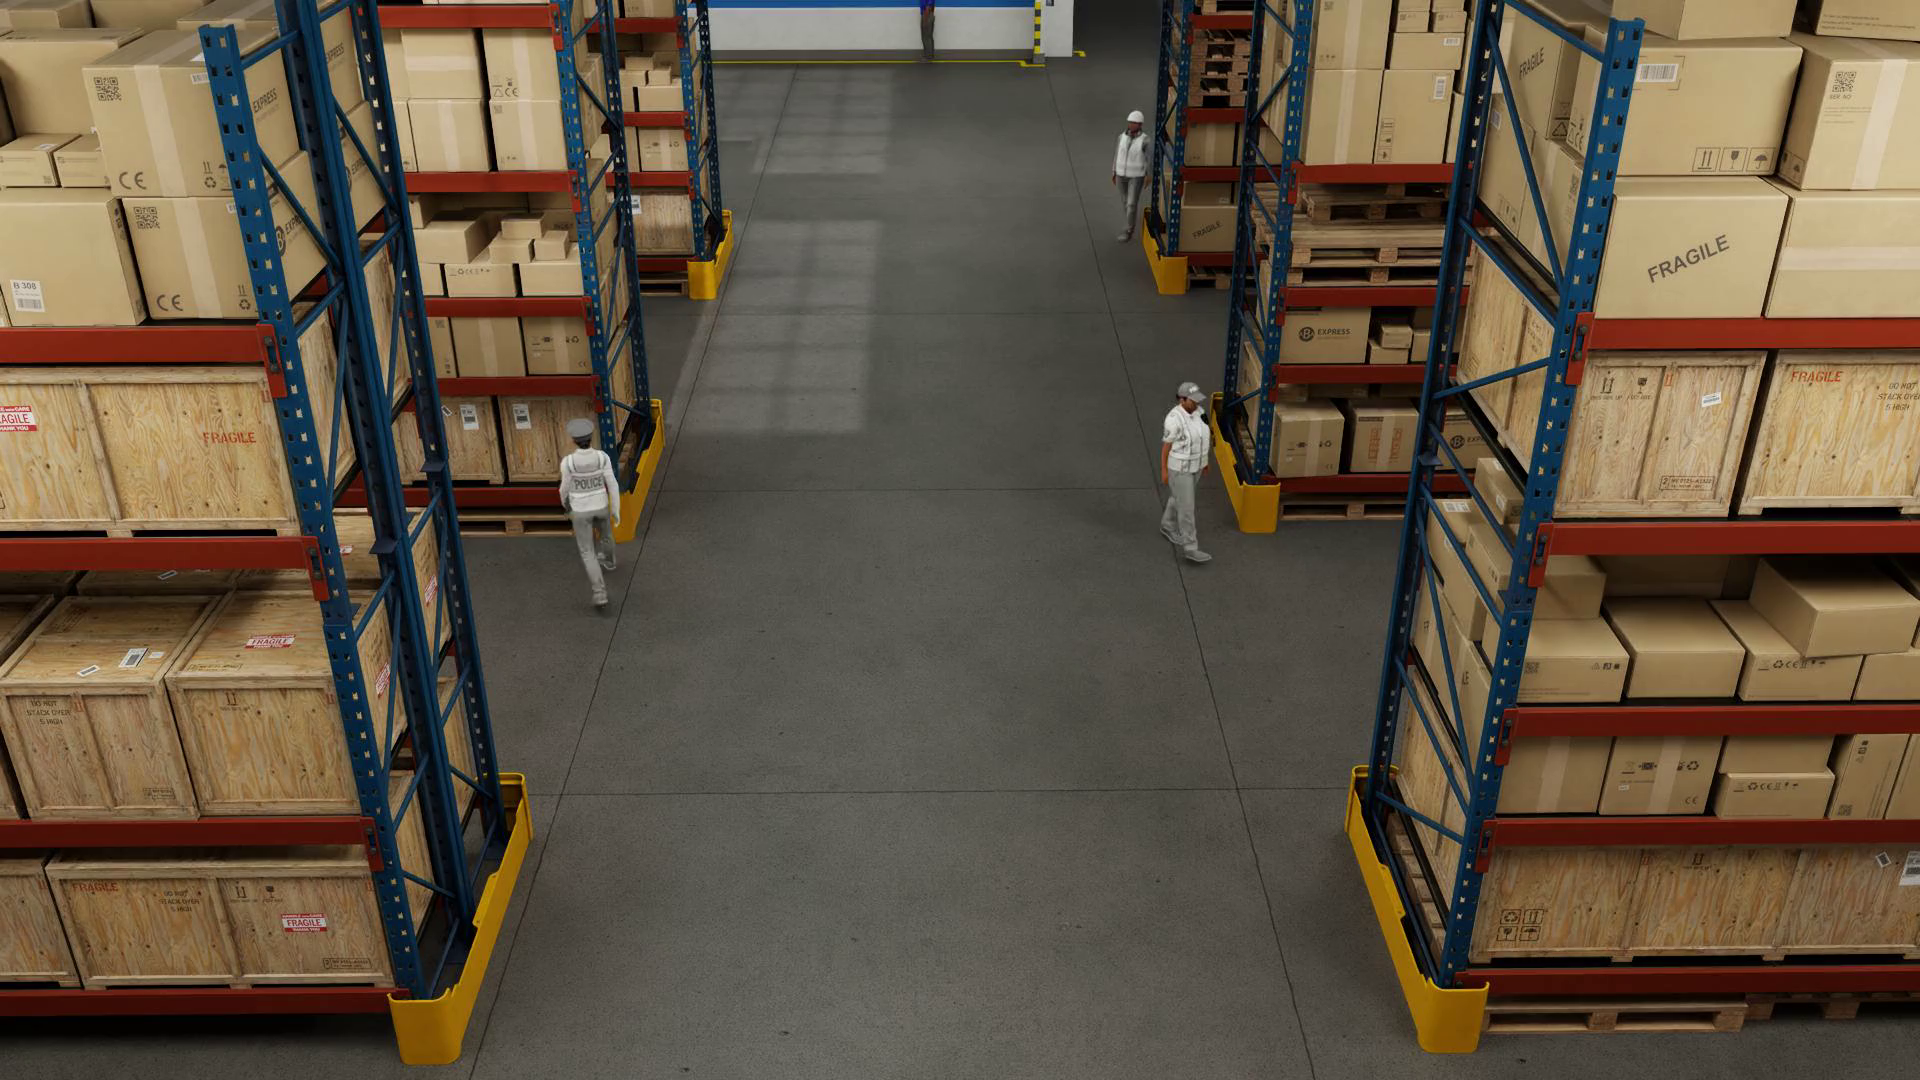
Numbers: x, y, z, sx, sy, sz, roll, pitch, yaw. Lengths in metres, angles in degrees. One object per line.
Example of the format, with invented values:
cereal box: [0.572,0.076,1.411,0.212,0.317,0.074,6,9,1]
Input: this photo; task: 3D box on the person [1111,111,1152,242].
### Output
person: [2.388,-5.158,23.504,0.554,1.766,0.800,17,33,29]

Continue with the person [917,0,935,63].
person: [-0.683,-10.499,33.549,0.332,1.660,0.439,7,29,12]

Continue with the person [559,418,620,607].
person: [-3.229,-0.298,14.582,0.533,1.631,0.952,-18,33,-30]

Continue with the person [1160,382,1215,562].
person: [2.142,-0.644,15.210,0.484,1.657,0.768,-24,36,-37]
